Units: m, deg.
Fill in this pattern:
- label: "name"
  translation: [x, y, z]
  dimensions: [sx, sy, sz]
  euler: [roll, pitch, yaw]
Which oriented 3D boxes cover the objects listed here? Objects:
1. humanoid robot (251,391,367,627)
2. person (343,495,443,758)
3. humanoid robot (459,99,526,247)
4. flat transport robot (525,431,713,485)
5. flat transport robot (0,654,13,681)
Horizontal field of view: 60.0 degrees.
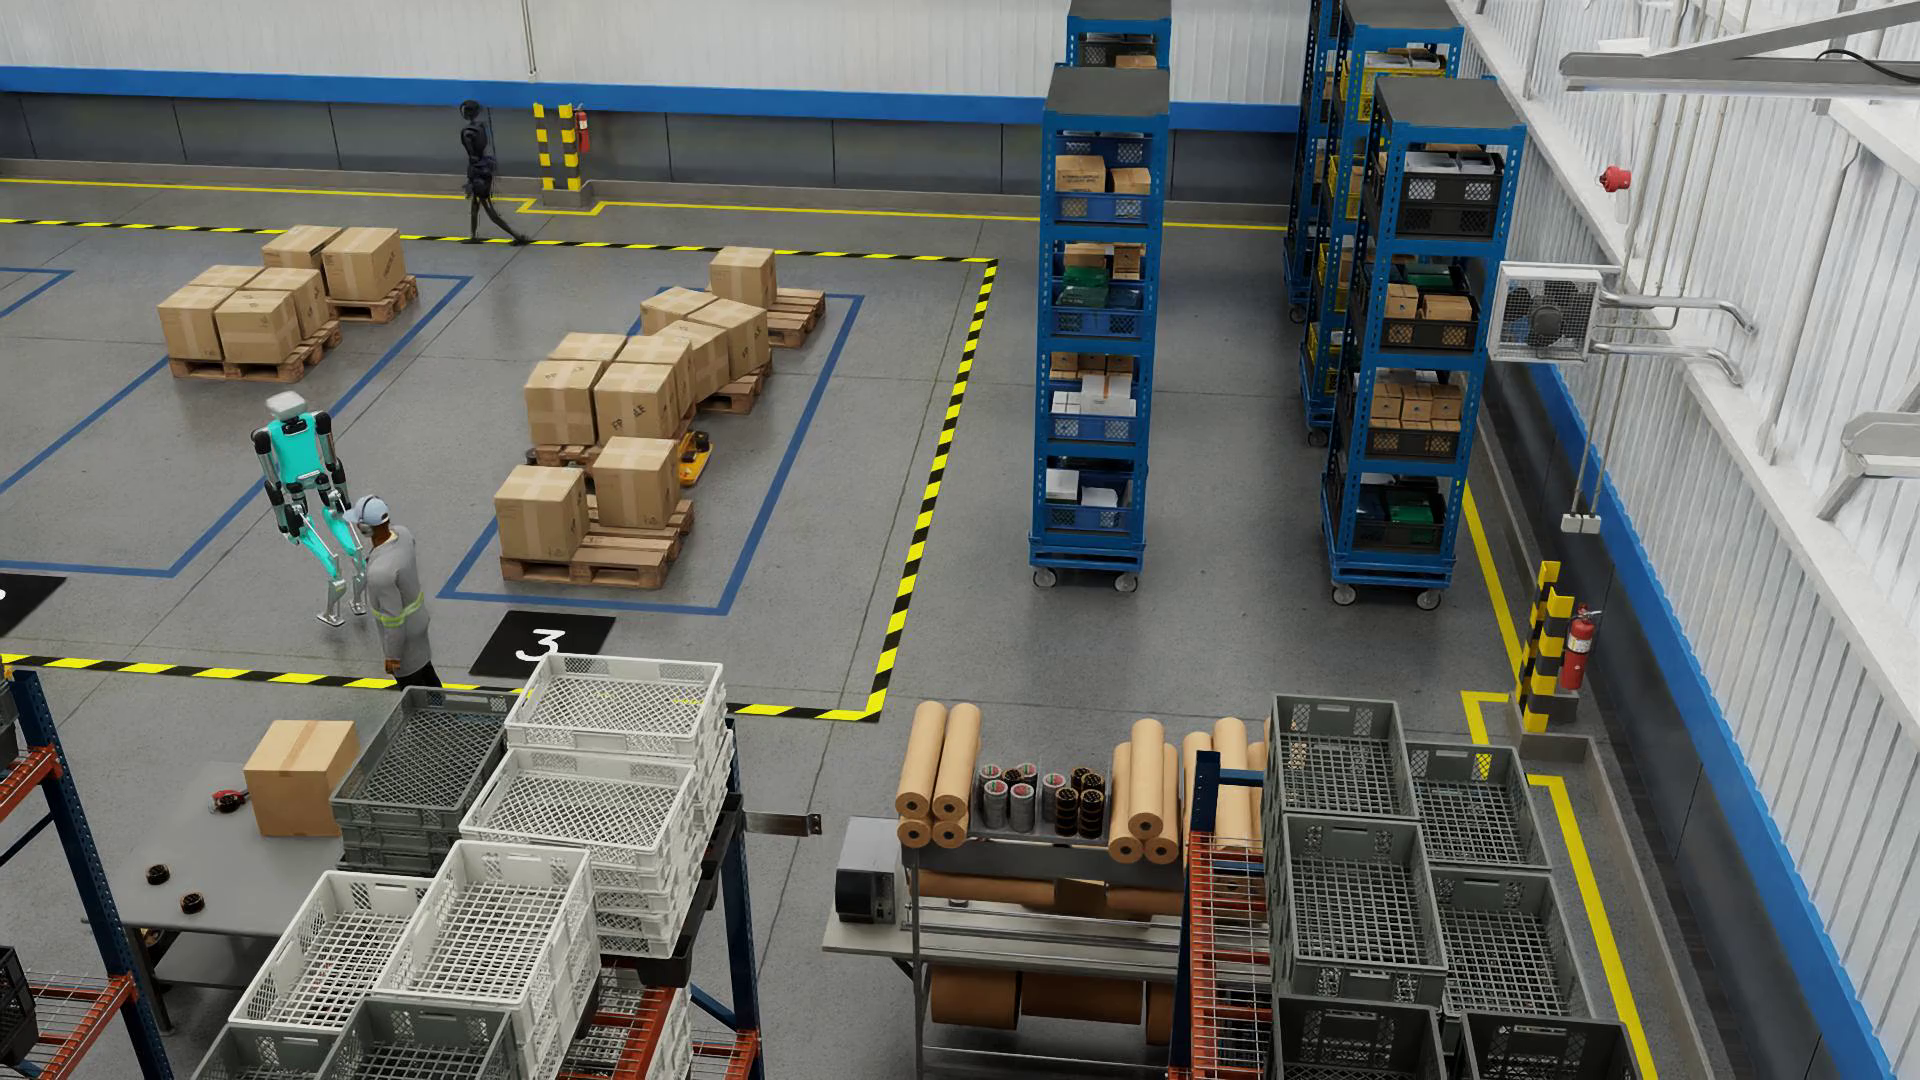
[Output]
- label: "humanoid robot"
  translation: [-4.332, -0.151, 11.336]
  dimensions: [0.533, 1.681, 0.735]
  euler: [-25, 38, -36]
- label: "person"
  translation: [-3.442, 0.545, 10.164]
  dimensions: [0.389, 1.849, 0.596]
  euler: [-2, 30, -3]
- label: "humanoid robot"
  translation: [-5.207, -3.985, 18.179]
  dimensions: [0.761, 1.652, 0.594]
  euler: [-1, 30, -2]
- label: "flat transport robot"
  translation: [-2.845, -0.724, 13.889]
  dimensions: [1.431, 0.197, 0.652]
  euler: [3, 30, 6]
- label: "flat transport robot"
  translation: [-7.142, 0.969, 11.010]
  dimensions: [1.431, 0.231, 0.659]
  euler: [3, 30, 6]
